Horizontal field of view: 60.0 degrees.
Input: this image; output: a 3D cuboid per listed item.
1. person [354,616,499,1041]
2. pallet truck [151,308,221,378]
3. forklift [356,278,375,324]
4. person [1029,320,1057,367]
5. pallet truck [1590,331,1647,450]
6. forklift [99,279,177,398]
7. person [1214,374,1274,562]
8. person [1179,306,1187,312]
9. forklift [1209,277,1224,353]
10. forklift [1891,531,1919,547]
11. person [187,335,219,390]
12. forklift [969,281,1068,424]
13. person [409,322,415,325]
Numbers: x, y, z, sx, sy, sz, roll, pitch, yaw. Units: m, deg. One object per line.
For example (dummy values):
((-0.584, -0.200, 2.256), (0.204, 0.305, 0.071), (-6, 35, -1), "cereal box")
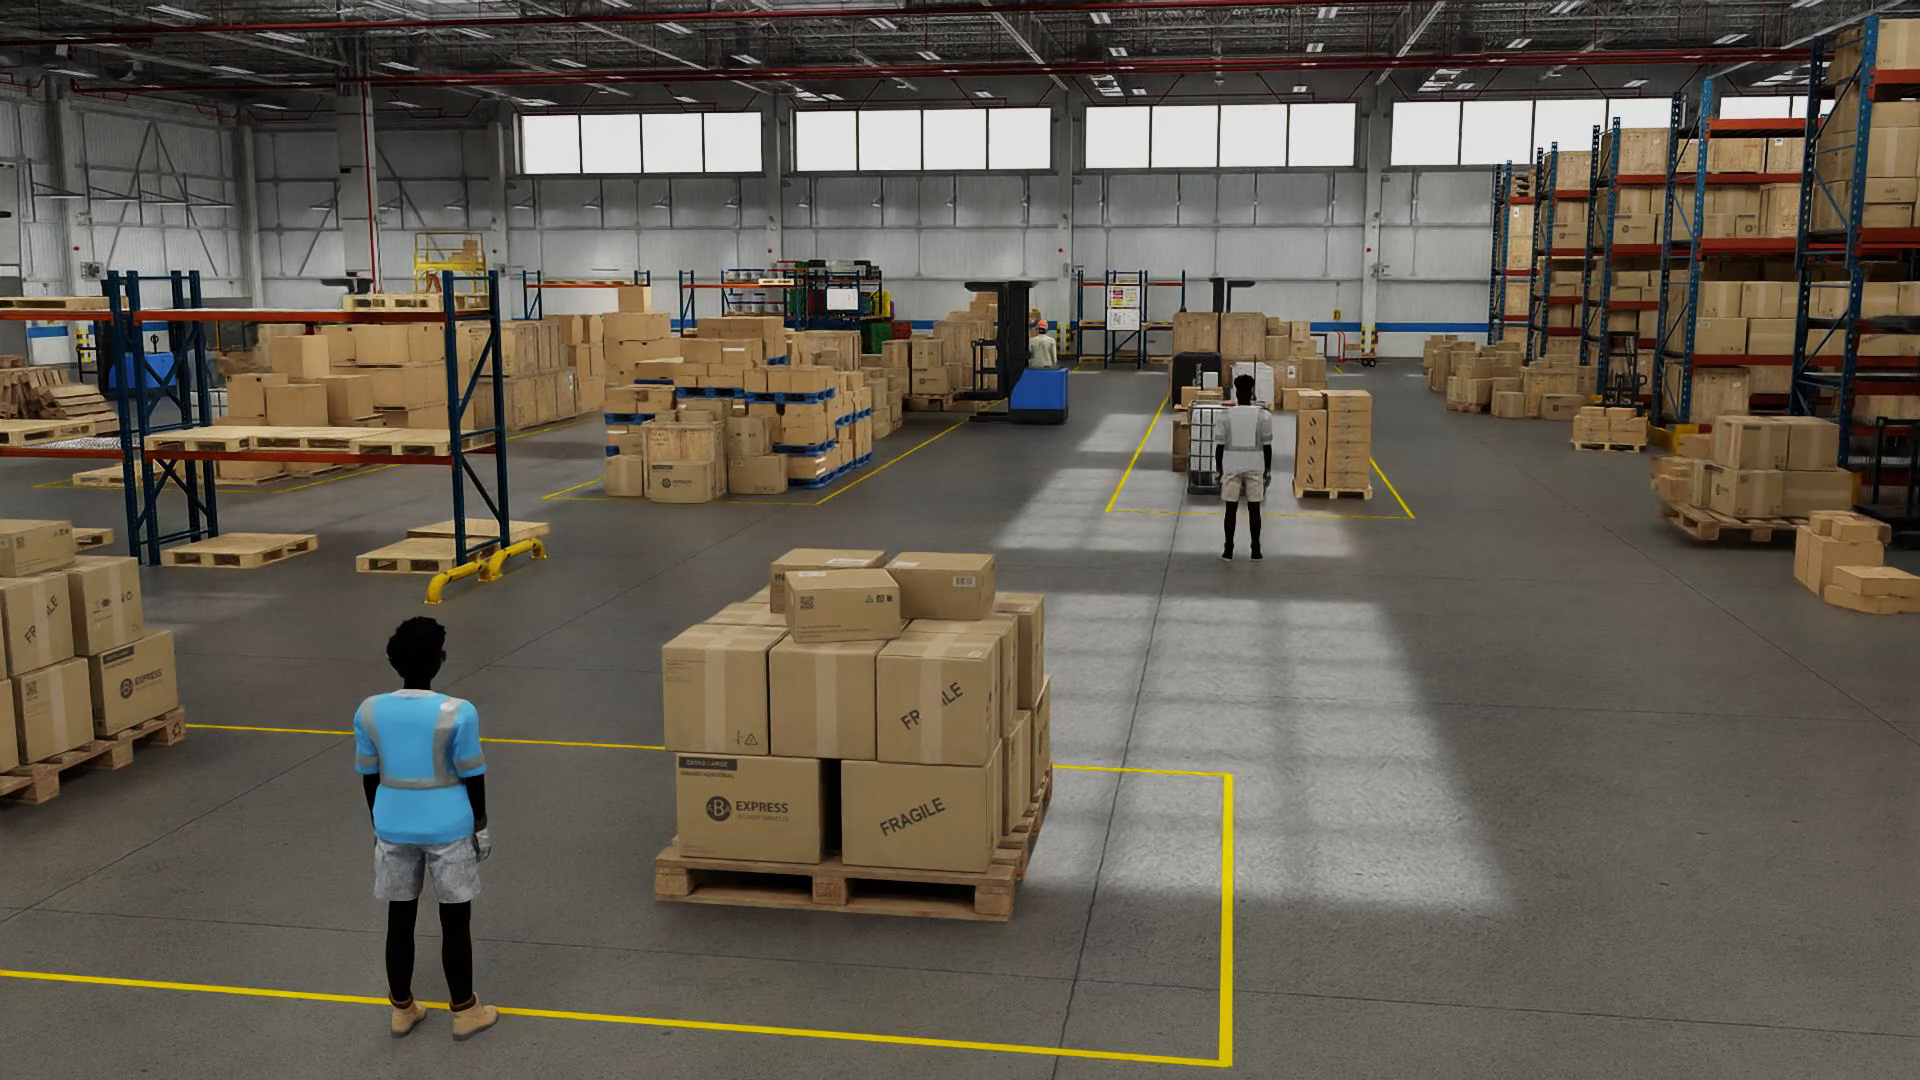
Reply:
((-2.094, 1.138, 6.540), (0.535, 1.697, 0.318), (1, 9, 9), "person")
((-21.869, -5.598, 47.154), (0.823, 1.965, 1.885), (4, 10, 26), "pallet truck")
((-15.571, -5.472, 43.665), (1.873, 2.768, 1.129), (-3, 10, -17), "forklift")
((1.734, -3.624, 34.988), (0.612, 1.995, 0.379), (1, 9, 9), "person")
((11.253, -2.573, 28.499), (0.823, 1.965, 1.885), (5, 10, 27), "pallet truck")
((-19.606, -4.720, 39.027), (1.873, 2.768, 1.129), (1, 9, 9), "forklift")
((2.944, -0.740, 17.288), (0.606, 1.966, 0.367), (1, 9, 9), "person")
((6.831, -6.194, 51.013), (0.631, 1.940, 0.372), (1, 9, 9), "person")
((7.486, -6.243, 48.417), (1.873, 2.768, 1.129), (1, 9, 9), "forklift")
((11.219, -1.350, 18.243), (1.873, 2.768, 1.129), (1, 9, 9), "forklift")
((-13.214, -2.632, 29.047), (0.631, 1.940, 0.372), (1, 9, 9), "person")
((1.194, -3.753, 33.059), (1.873, 2.768, 1.129), (1, 9, 9), "forklift")
((-17.362, -6.564, 53.315), (0.550, 1.935, 0.375), (1, 9, 9), "person")
